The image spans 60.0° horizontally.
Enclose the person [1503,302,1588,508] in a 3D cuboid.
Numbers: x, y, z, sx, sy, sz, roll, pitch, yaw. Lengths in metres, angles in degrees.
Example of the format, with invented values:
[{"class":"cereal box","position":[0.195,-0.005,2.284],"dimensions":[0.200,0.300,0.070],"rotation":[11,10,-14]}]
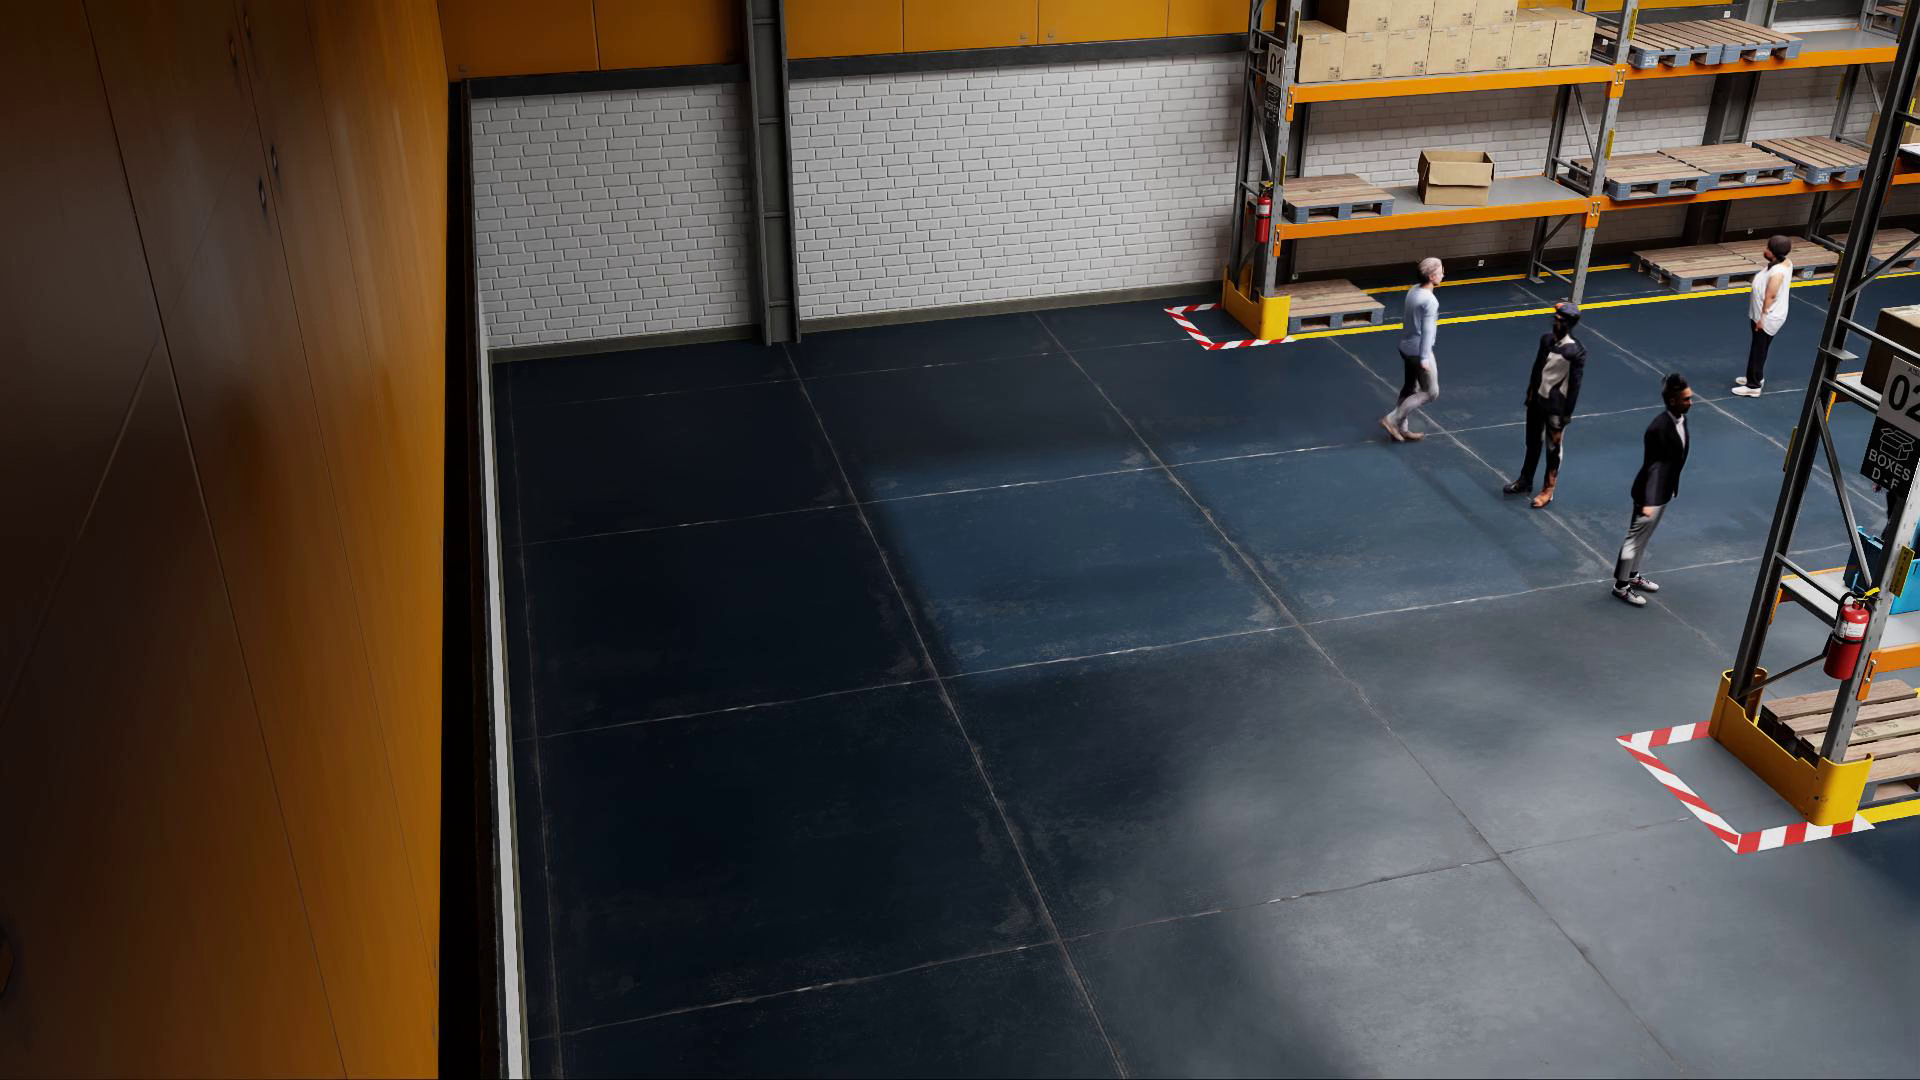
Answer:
[{"class":"person","position":[5.295,-1.230,14.891],"dimensions":[0.646,1.893,0.721],"rotation":[-12,31,-21]}]

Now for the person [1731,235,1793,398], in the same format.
[{"class":"person","position":[8.283,-2.320,17.109],"dimensions":[0.824,1.683,0.761],"rotation":[17,33,28]}]

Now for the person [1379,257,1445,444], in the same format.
[{"class":"person","position":[4.293,-1.782,15.917],"dimensions":[0.816,1.879,0.765],"rotation":[-1,29,-1]}]

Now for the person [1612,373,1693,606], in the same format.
[{"class":"person","position":[5.586,-0.442,13.382],"dimensions":[0.859,1.956,0.747],"rotation":[23,36,35]}]
